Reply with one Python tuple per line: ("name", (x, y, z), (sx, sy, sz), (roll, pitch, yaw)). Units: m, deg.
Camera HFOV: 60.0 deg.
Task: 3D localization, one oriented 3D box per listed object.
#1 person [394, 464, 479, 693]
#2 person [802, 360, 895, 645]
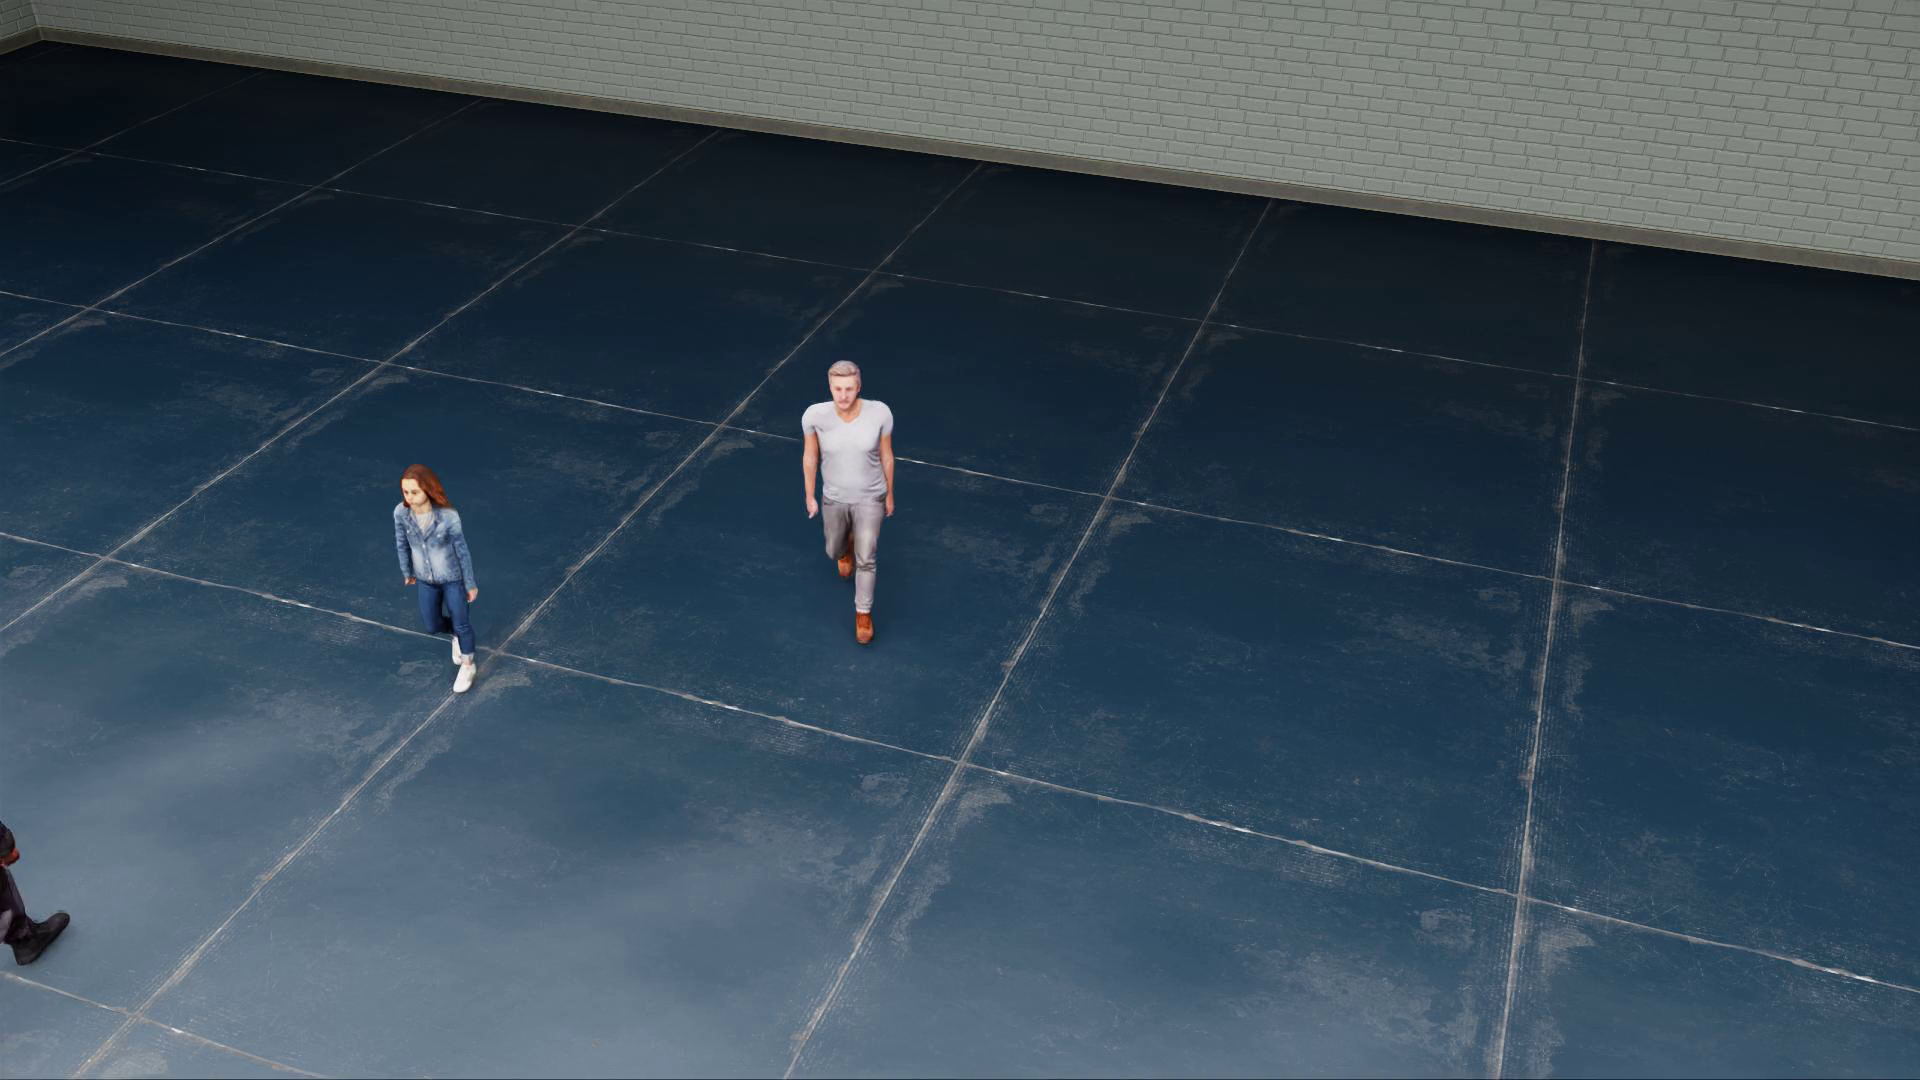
("person", (-2.938, 0.167, 9.532), (0.686, 1.465, 0.722), (2, 33, 3))
("person", (-0.641, -0.313, 9.956), (0.948, 1.807, 1.165), (-1, 33, -2))
